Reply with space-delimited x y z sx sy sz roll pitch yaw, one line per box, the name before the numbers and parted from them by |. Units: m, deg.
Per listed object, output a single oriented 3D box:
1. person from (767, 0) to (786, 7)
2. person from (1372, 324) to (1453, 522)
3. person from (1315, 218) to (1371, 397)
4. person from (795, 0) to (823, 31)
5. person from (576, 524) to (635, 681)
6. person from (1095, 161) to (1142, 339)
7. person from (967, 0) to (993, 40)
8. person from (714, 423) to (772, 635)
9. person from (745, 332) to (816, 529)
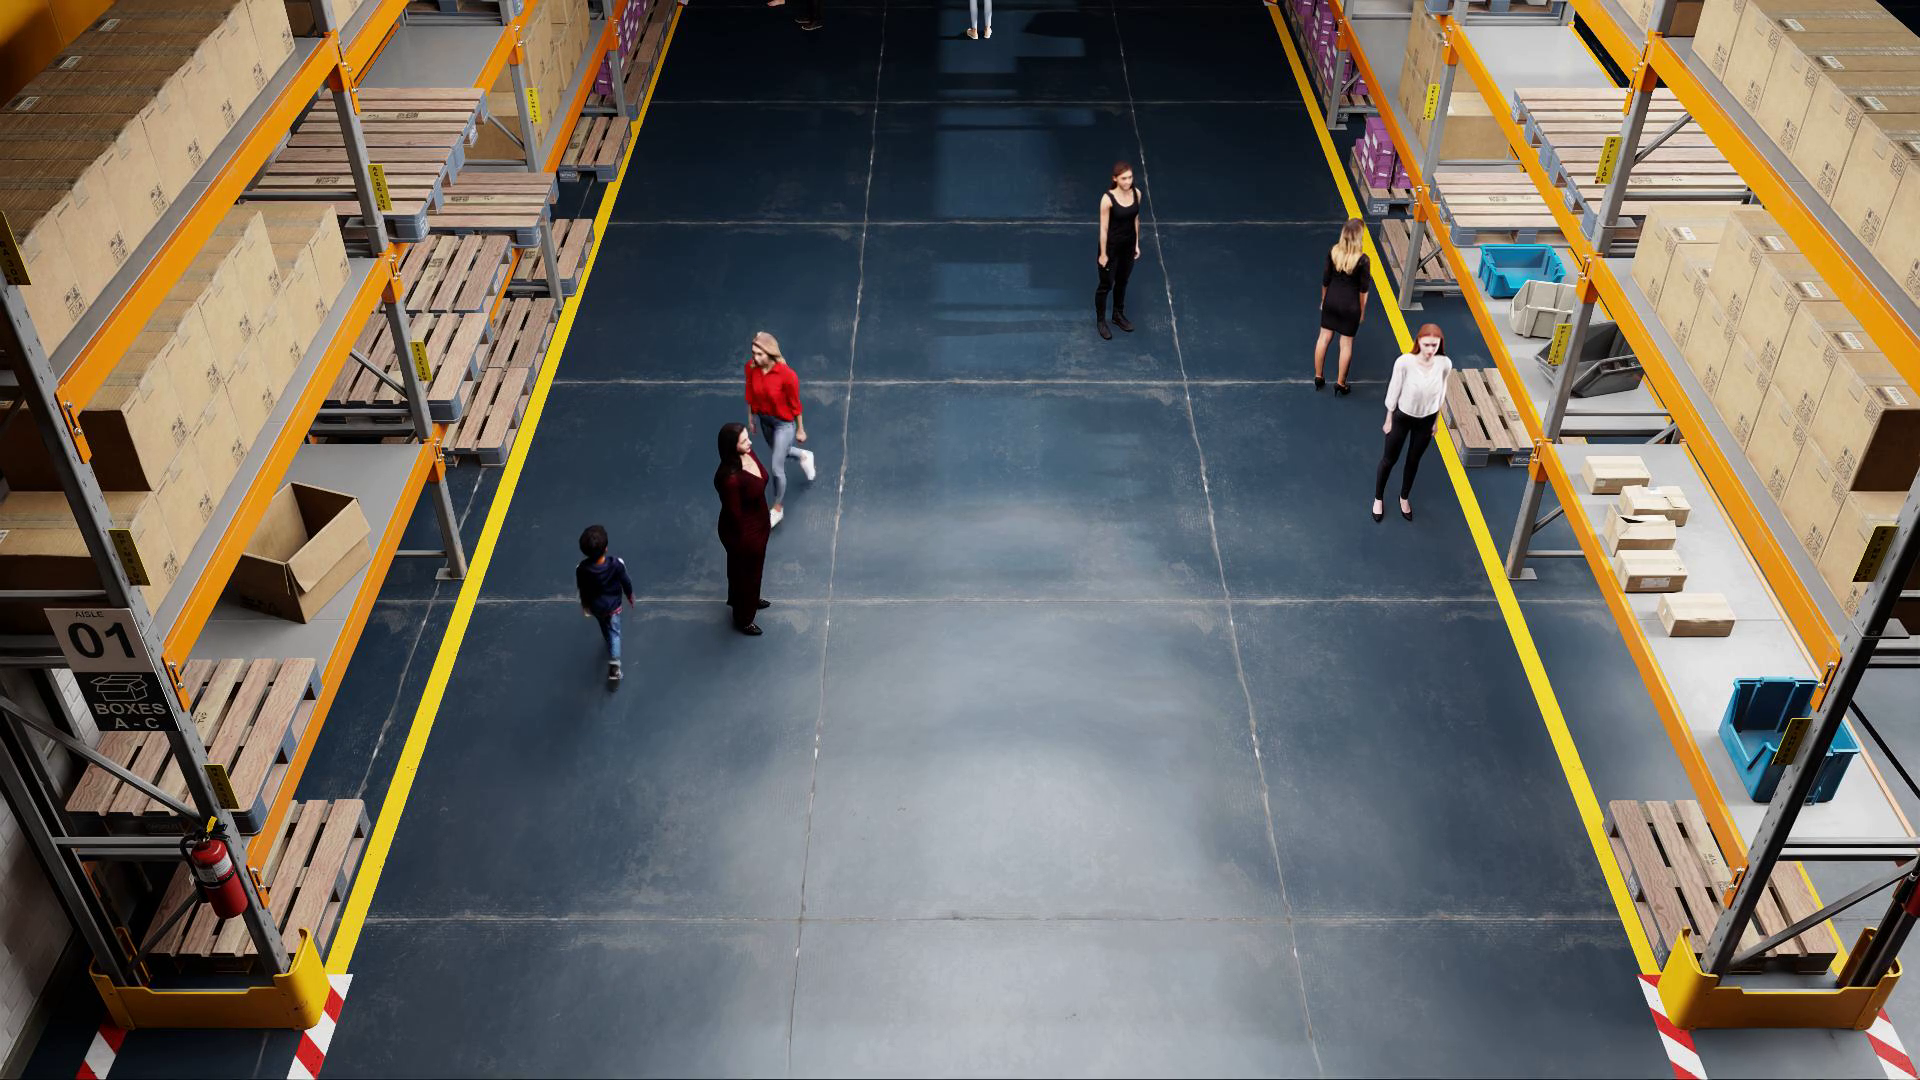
person | -2.444 -7.816 21.540 0.690 1.706 0.507 -6 39 -8
person | 3.492 -0.907 12.846 0.597 1.759 0.484 -1 39 -1
person | 3.274 -1.998 14.279 0.613 1.676 0.645 26 45 29
person | -1.915 -7.315 20.864 0.774 1.767 0.591 12 40 14
person | -2.483 0.449 11.590 0.568 1.208 0.838 -2 39 -2
person | 1.432 -2.652 15.089 0.680 1.688 0.703 -21 43 -24
person | 0.233 -7.123 20.601 0.621 1.796 0.554 -7 39 -9
person | -1.549 -0.104 11.842 0.739 1.758 0.558 4 39 5
person | -1.377 -0.936 12.953 0.954 1.672 1.156 15 41 18
